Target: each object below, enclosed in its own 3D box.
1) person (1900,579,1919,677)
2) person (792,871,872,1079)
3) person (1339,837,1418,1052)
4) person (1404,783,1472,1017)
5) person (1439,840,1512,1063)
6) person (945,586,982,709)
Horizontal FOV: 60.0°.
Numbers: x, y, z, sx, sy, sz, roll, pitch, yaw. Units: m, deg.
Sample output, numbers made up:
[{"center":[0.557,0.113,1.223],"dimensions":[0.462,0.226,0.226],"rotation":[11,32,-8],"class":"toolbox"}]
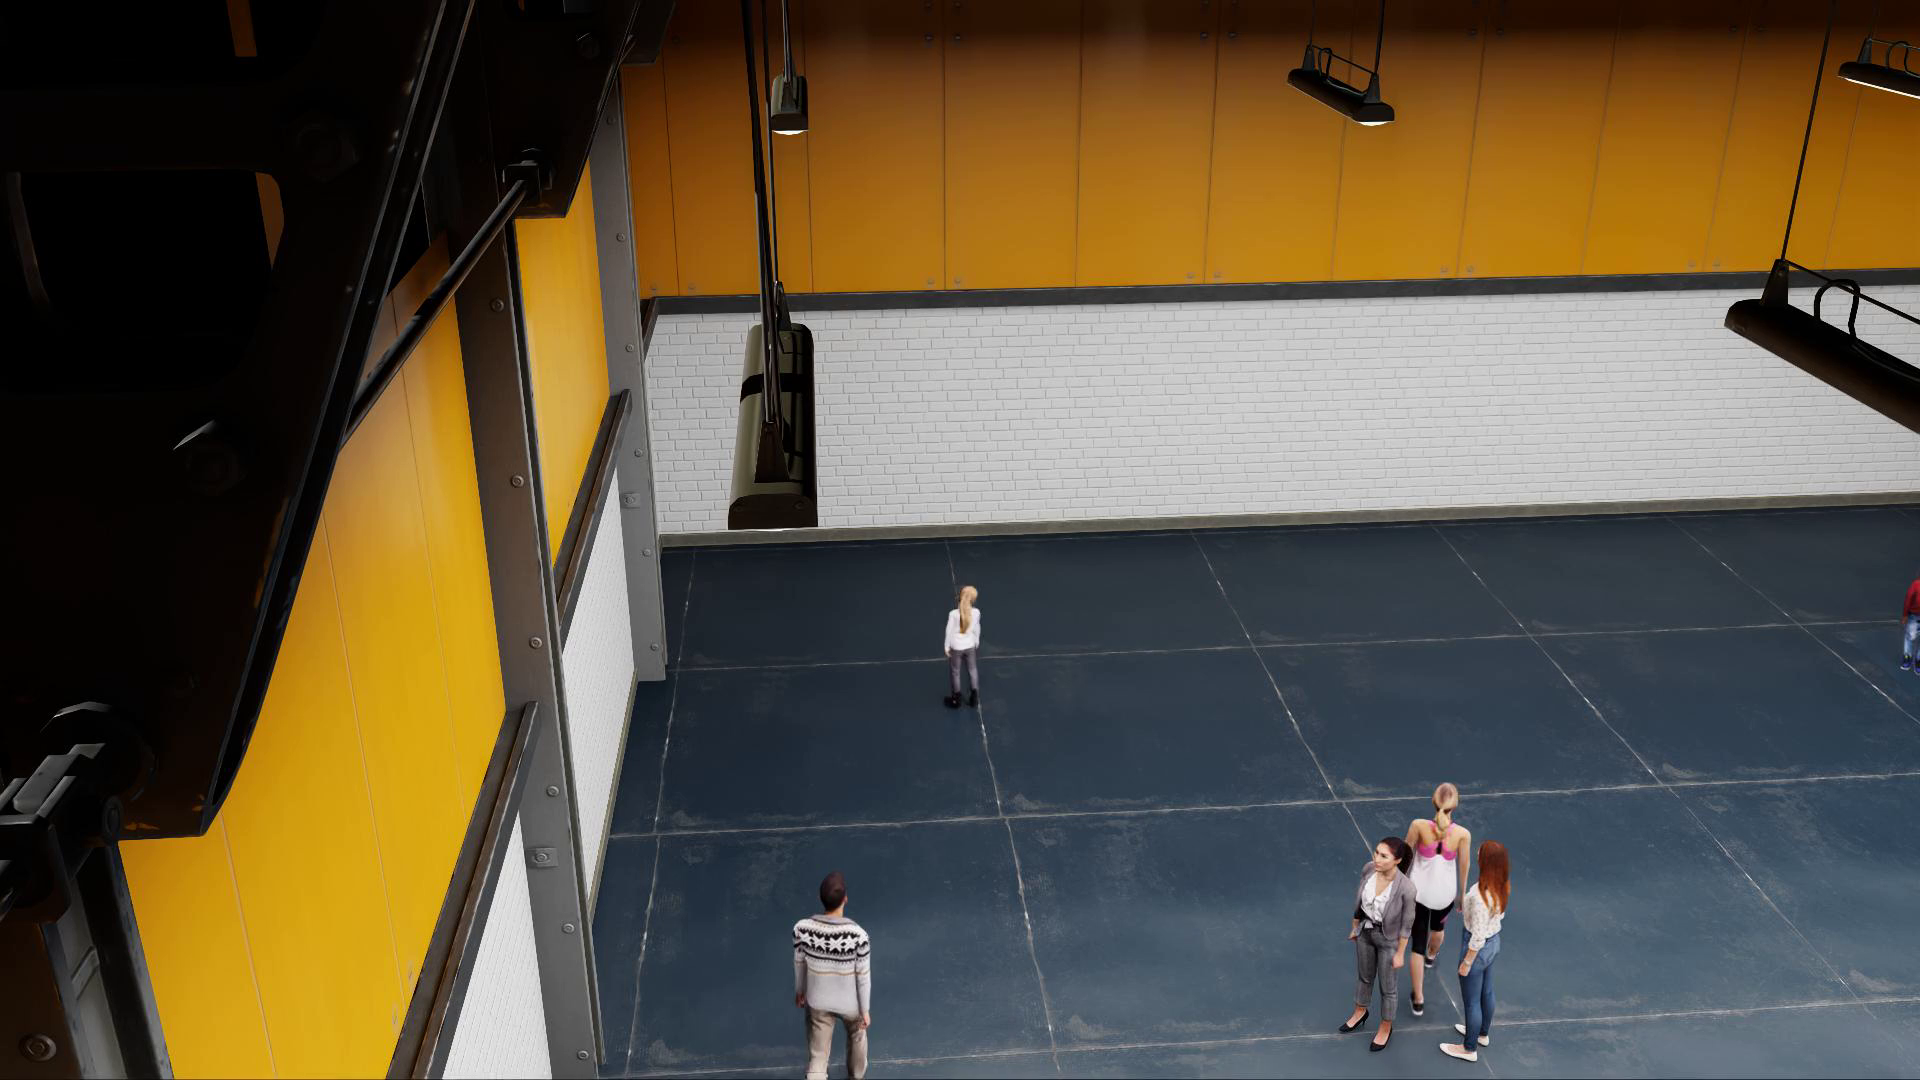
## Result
[{"center":[9.749,0.728,16.830],"dimensions":[0.636,1.246,0.683],"rotation":[13,27,27],"class":"person"},{"center":[-0.843,3.032,10.808],"dimensions":[0.884,1.847,1.225],"rotation":[4,24,8],"class":"person"},{"center":[2.934,2.785,11.584],"dimensions":[0.788,1.678,0.697],"rotation":[-17,29,-34],"class":"person"},{"center":[3.359,2.606,11.903],"dimensions":[0.849,1.752,1.115],"rotation":[6,24,12],"class":"person"},{"center":[3.592,2.813,11.459],"dimensions":[0.700,1.728,0.640],"rotation":[19,30,36],"class":"person"},{"center":[0.022,1.037,16.096],"dimensions":[0.577,1.268,0.591],"rotation":[-15,28,-31],"class":"person"}]
